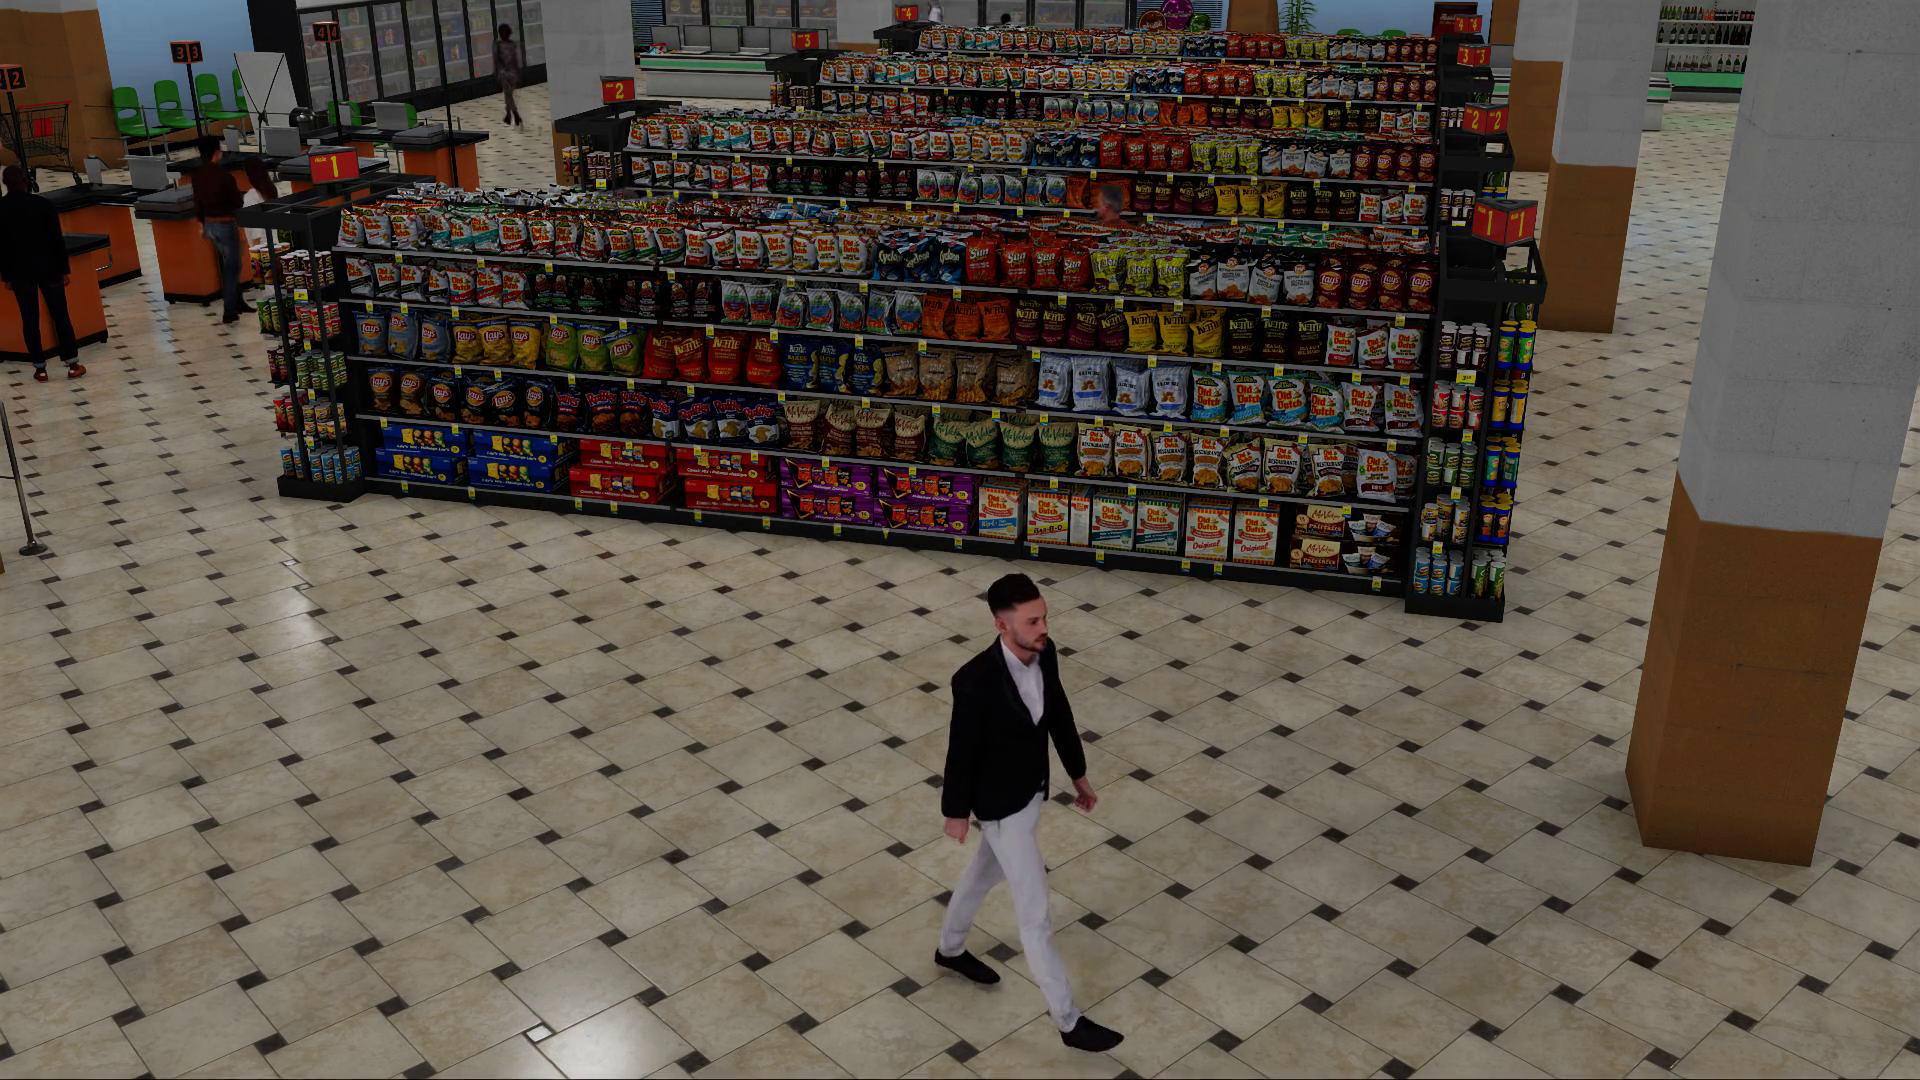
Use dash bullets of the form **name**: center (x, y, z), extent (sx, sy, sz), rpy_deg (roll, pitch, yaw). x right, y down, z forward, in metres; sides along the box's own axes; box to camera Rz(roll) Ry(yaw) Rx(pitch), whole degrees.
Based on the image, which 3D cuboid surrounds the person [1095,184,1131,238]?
- **person**: center (1.172, -1.889, 13.114), extent (0.595, 1.832, 0.711), rpy_deg (9, 24, 22)

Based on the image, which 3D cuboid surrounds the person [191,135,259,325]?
- **person**: center (-7.011, -2.912, 15.750), extent (0.801, 1.764, 0.744), rpy_deg (7, 23, 17)

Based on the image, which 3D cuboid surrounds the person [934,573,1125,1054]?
- **person**: center (0.104, 0.941, 6.122), extent (1.279, 1.793, 0.976), rpy_deg (15, 26, 33)

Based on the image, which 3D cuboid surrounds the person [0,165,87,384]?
- **person**: center (-7.788, -2.238, 14.000), extent (0.757, 1.818, 0.847), rpy_deg (-9, 24, -21)

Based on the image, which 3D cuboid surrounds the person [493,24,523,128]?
- **person**: center (-7.581, -7.761, 27.933), extent (1.042, 1.678, 1.155), rpy_deg (-15, 26, -32)

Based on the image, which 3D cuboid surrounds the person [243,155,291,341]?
- **person**: center (-6.334, -2.690, 15.300), extent (0.545, 1.688, 0.600), rpy_deg (7, 23, 17)
